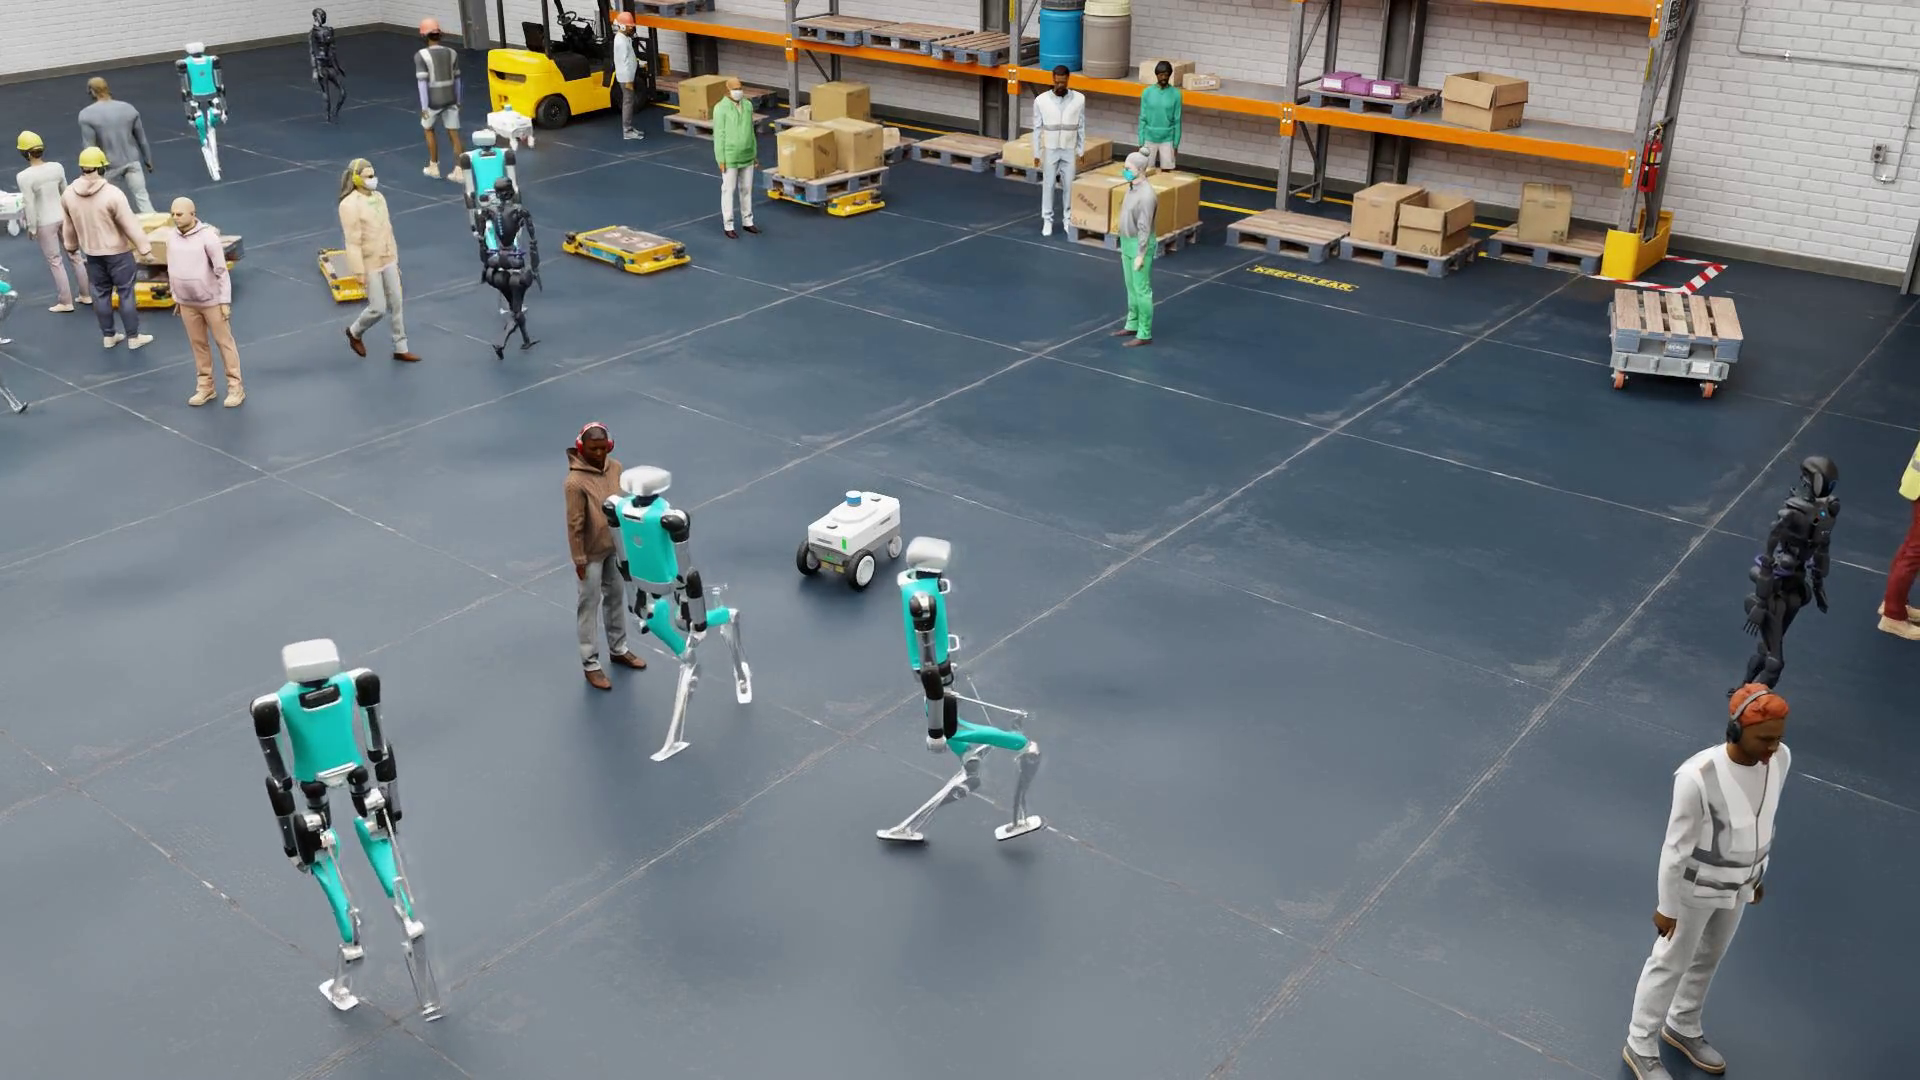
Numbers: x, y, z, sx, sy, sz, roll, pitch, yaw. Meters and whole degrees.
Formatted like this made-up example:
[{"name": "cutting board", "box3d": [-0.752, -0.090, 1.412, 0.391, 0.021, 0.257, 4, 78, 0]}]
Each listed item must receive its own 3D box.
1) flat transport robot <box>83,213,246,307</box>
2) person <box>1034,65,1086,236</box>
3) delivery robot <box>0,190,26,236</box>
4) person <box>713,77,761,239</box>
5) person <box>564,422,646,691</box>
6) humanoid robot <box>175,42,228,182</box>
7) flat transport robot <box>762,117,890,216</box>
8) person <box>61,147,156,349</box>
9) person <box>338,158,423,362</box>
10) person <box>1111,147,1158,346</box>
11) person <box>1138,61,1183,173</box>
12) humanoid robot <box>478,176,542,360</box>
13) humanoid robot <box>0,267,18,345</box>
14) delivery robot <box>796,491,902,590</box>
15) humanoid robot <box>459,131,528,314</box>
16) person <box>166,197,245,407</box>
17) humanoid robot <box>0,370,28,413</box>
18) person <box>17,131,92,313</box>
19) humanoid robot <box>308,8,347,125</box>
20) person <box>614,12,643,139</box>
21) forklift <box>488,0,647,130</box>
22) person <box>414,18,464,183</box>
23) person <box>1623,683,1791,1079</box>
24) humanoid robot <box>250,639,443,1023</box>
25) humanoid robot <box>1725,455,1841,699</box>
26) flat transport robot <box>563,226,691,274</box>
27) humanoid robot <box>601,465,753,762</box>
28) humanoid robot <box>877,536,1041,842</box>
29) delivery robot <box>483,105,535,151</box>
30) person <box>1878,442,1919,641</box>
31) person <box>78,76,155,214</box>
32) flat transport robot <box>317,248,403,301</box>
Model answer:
[{"name": "flat transport robot", "box3d": [-8.154, -2.703, 17.168, 0.659, 0.231, 1.431, 2, 26, 4]}, {"name": "person", "box3d": [1.124, -4.412, 18.827, 0.597, 1.910, 0.403, -3, 26, -7]}, {"name": "delivery robot", "box3d": [-11.102, -3.789, 19.063, 0.738, 0.573, 0.511, -4, 26, -8]}, {"name": "person", "box3d": [-2.518, -4.319, 18.774, 0.550, 1.782, 0.384, -21, 33, -37]}, {"name": "person", "box3d": [-2.119, 0.066, 9.841, 0.327, 1.650, 0.461, 18, 31, 33]}, {"name": "humanoid robot", "box3d": [-9.664, -5.476, 21.221, 0.539, 1.742, 0.957, -19, 32, -34]}, {"name": "flat transport robot", "box3d": [-1.636, -4.210, 20.289, 1.431, 0.231, 0.659, 23, 34, 39]}, {"name": "person", "box3d": [-7.827, -2.656, 15.251, 0.821, 1.855, 0.431, 2, 26, 5]}, {"name": "person", "box3d": [-5.253, -2.482, 14.880, 0.600, 1.861, 0.578, 10, 27, 20]}, {"name": "person", "box3d": [1.632, -2.720, 15.396, 0.328, 1.841, 0.514, -7, 27, -15]}, {"name": "person", "box3d": [2.330, -4.656, 19.409, 0.502, 1.843, 0.394, 5, 26, 10]}, {"name": "humanoid robot", "box3d": [-4.120, -2.466, 15.117, 0.590, 1.634, 0.680, 3, 26, 7]}, {"name": "humanoid robot", "box3d": [-8.944, -2.540, 15.157, 0.766, 1.790, 0.539, -6, 26, -11]}, {"name": "delivery robot", "box3d": [-0.733, -0.021, 11.308, 0.499, 0.614, 0.791, 15, 30, 28]}, {"name": "humanoid robot", "box3d": [-4.476, -3.022, 16.133, 0.541, 1.772, 0.771, -9, 27, -18]}, {"name": "person", "box3d": [-6.353, -2.001, 13.972, 0.525, 1.784, 0.404, 4, 26, 8]}, {"name": "humanoid robot", "box3d": [-8.160, -1.769, 13.636, 0.824, 1.871, 0.552, -8, 27, -16]}, {"name": "person", "box3d": [-8.909, -3.110, 16.289, 0.317, 1.769, 0.523, 10, 28, 20]}, {"name": "humanoid robot", "box3d": [-9.228, -6.889, 24.217, 0.335, 1.643, 0.613, 9, 27, 18]}, {"name": "person", "box3d": [-4.672, -6.539, 23.420, 0.344, 1.740, 0.573, -5, 26, -11]}, {"name": "forklift", "box3d": [-5.874, -7.334, 24.552, 1.214, 2.155, 2.313, 19, 32, 34]}, {"name": "person", "box3d": [-6.650, -5.581, 21.118, 0.837, 2.012, 0.650, 22, 33, 38]}, {"name": "person", "box3d": [3.068, 1.415, 6.784, 0.586, 1.882, 0.343, -12, 28, -24]}, {"name": "humanoid robot", "box3d": [-2.569, 1.373, 7.137, 0.531, 1.864, 0.783, -17, 31, -32]}, {"name": "humanoid robot", "box3d": [4.666, 0.279, 9.383, 0.589, 1.643, 0.468, -14, 29, -26]}, {"name": "flat transport robot", "box3d": [-3.652, -3.183, 18.162, 1.431, 0.231, 0.659, 22, 33, 38]}, {"name": "humanoid robot", "box3d": [-1.466, 0.289, 9.340, 0.533, 1.765, 1.022, 13, 29, 26]}, {"name": "humanoid robot", "box3d": [0.106, 0.812, 8.267, 1.030, 1.779, 0.542, -1, 26, -3]}, {"name": "delivery robot", "box3d": [-6.263, -5.753, 23.150, 0.499, 0.589, 0.792, -23, 34, -39]}, {"name": "person", "box3d": [6.043, -0.250, 10.360, 0.362, 1.769, 0.475, 14, 29, 26]}, {"name": "person", "box3d": [-9.214, -4.096, 18.191, 0.892, 1.884, 0.742, 21, 33, 37]}, {"name": "flat transport robot", "box3d": [-6.274, -2.795, 17.360, 0.659, 0.231, 1.431, -12, 28, -23]}]
